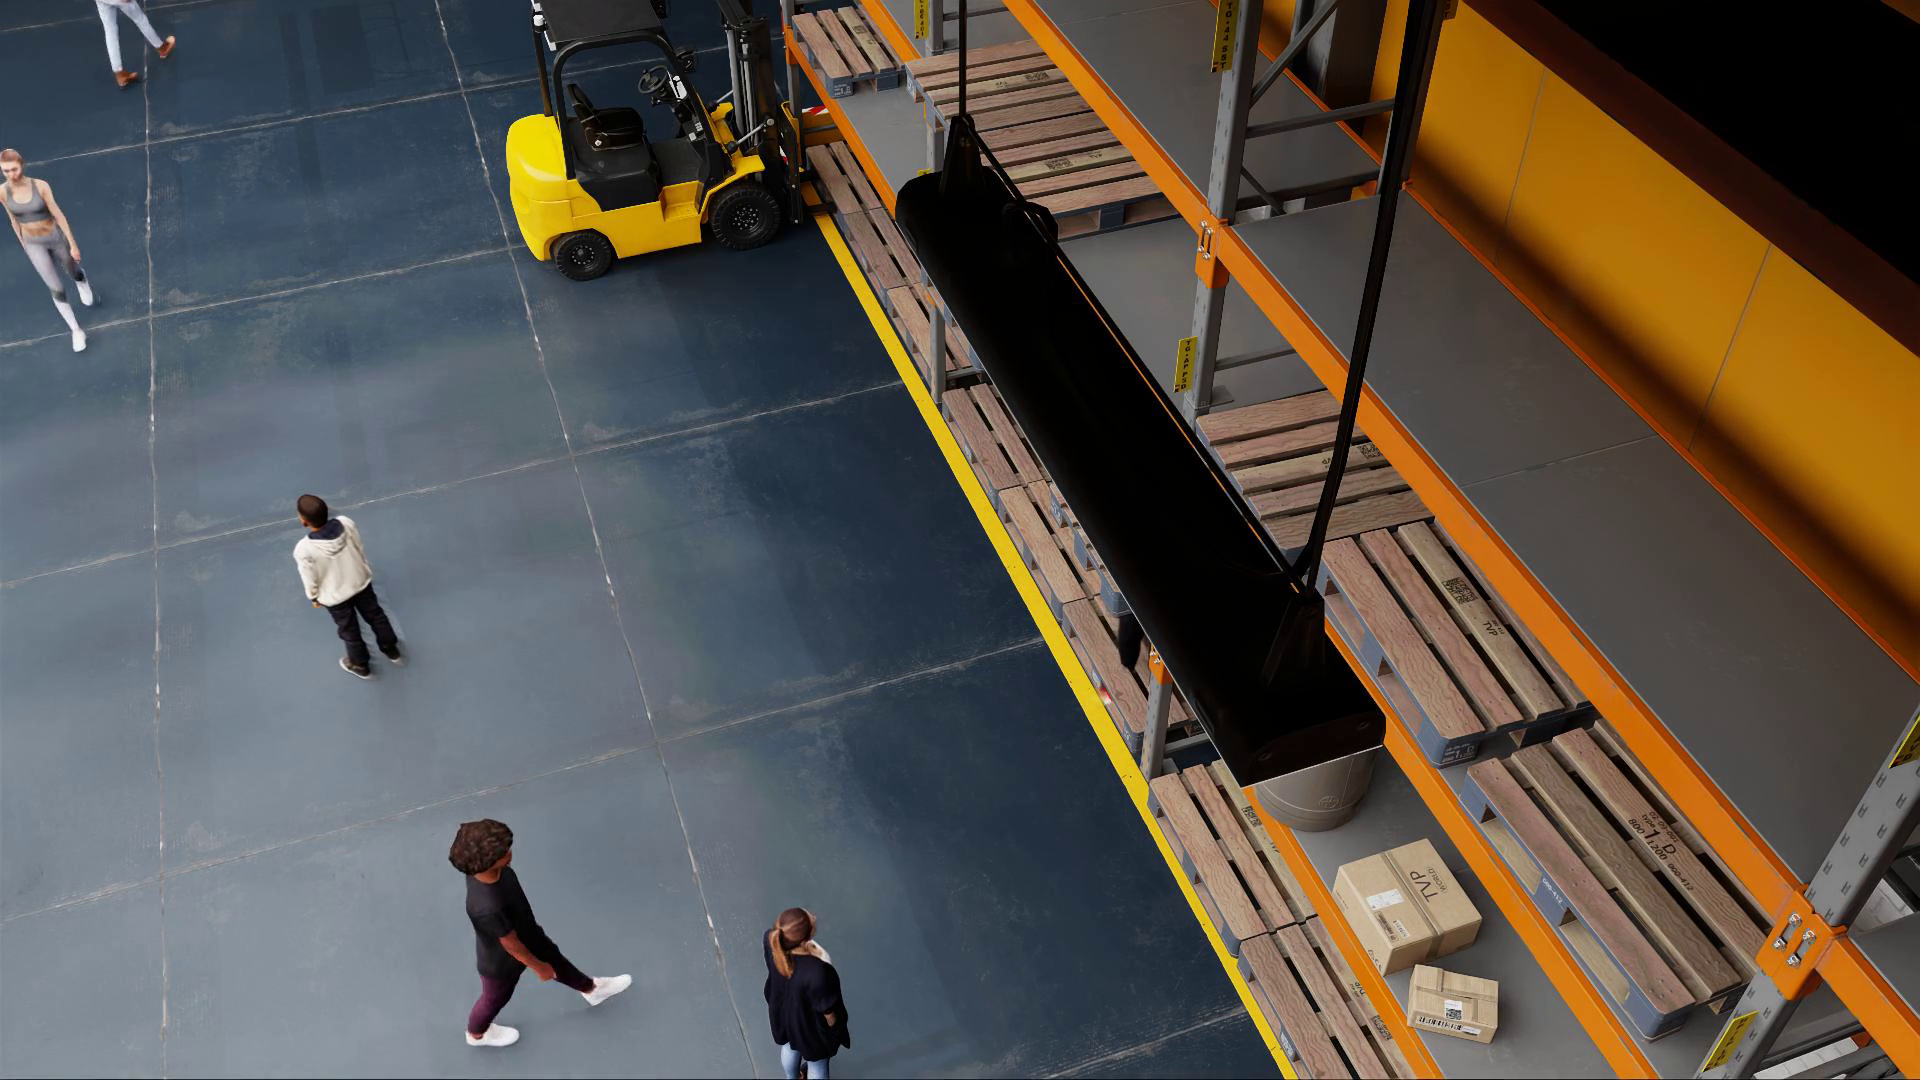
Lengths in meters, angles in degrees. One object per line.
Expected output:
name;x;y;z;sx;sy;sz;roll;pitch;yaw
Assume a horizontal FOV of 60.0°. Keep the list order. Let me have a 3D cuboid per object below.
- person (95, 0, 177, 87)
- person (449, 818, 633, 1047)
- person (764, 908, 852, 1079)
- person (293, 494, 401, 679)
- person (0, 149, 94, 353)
person;-8.378;-5.322;16.300;1.066;1.798;1.215;10;45;11
person;-2.417;2.086;8.569;0.788;1.737;1.117;-8;44;-9
person;-0.785;2.358;8.322;0.648;1.684;0.772;33;53;30
person;-3.940;0.291;10.662;0.652;1.449;0.662;34;53;30
person;-7.289;-2.407;13.327;0.574;1.679;1.078;-13;45;-14
